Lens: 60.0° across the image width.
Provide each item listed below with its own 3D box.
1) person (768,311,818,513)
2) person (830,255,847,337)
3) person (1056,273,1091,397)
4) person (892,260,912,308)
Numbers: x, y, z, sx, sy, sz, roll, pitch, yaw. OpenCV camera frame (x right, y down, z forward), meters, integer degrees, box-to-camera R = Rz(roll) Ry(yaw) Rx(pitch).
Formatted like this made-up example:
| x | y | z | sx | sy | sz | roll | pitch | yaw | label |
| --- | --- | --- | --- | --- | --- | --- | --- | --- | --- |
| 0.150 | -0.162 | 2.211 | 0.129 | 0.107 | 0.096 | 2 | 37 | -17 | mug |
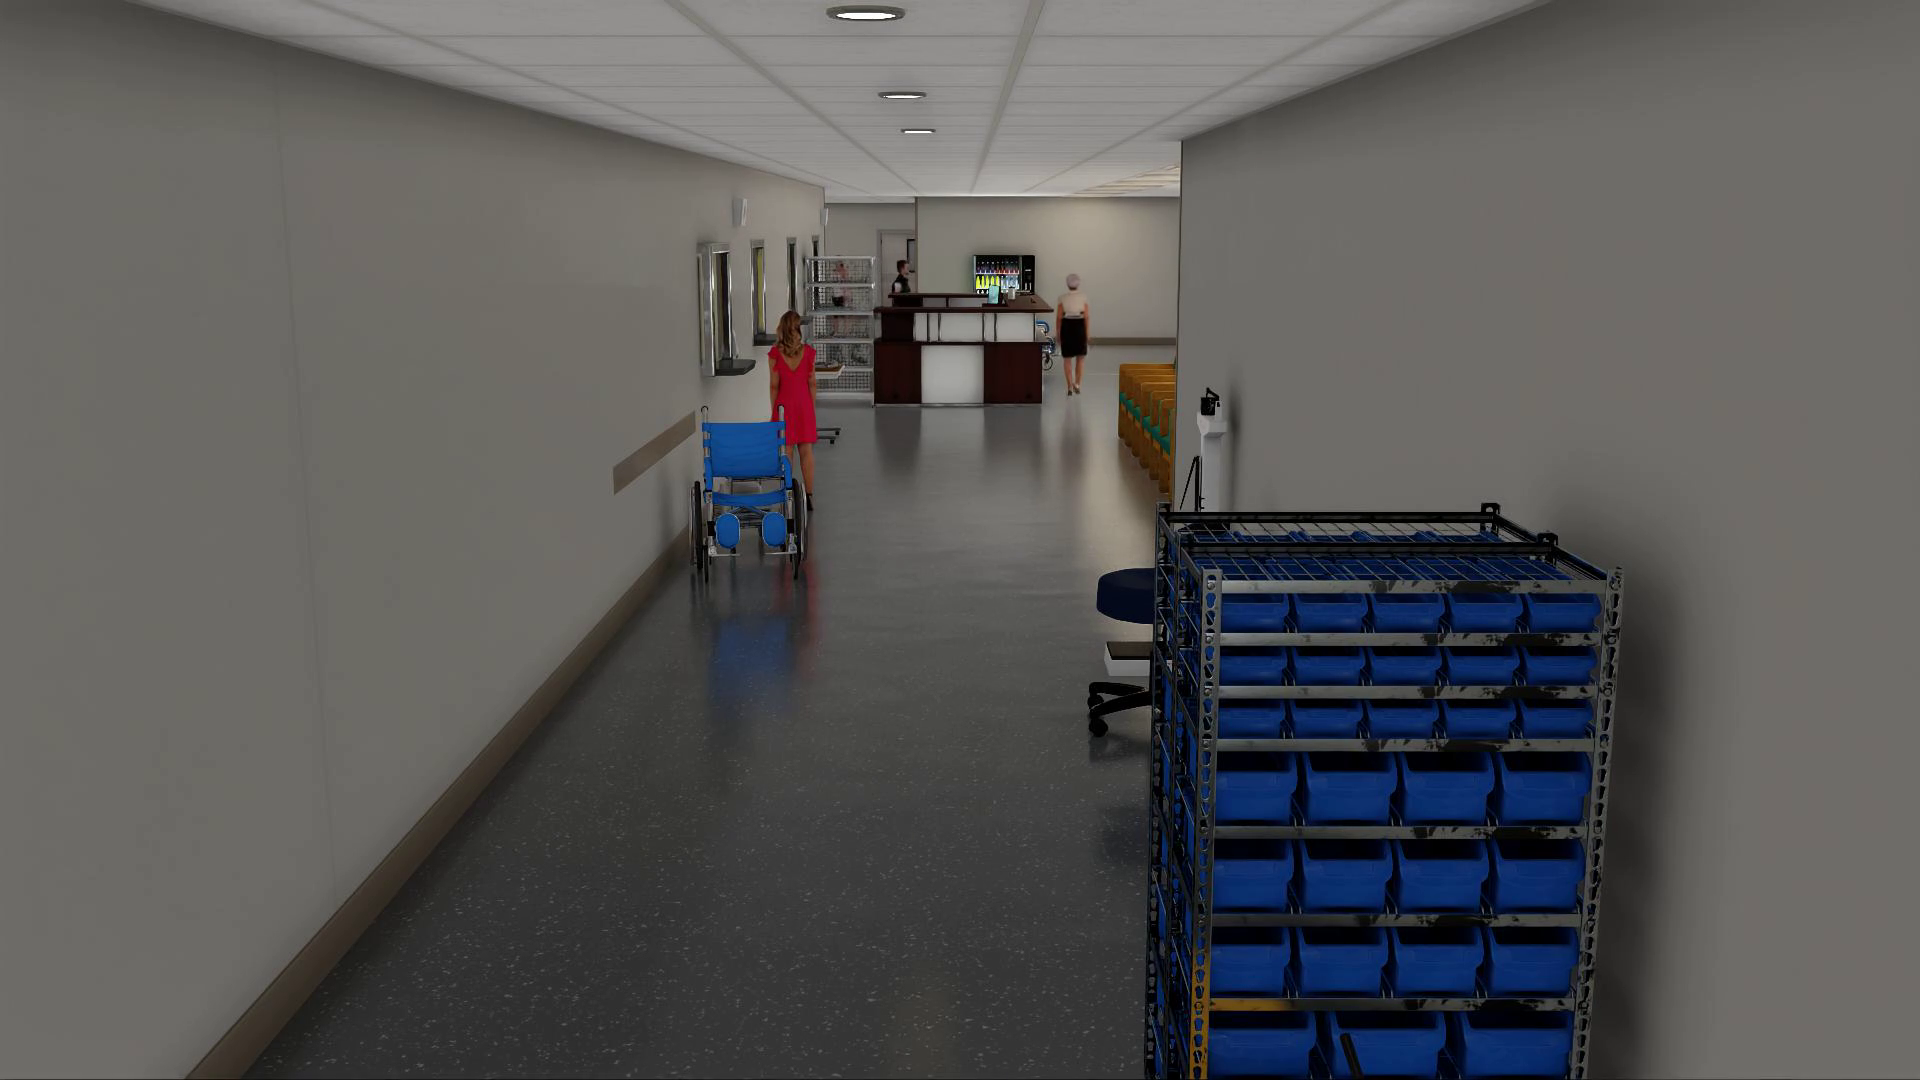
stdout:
| x | y | z | sx | sy | sz | roll | pitch | yaw | label |
| --- | --- | --- | --- | --- | --- | --- | --- | --- | --- |
| -1.423 | -1.103 | 14.228 | 0.548 | 1.728 | 0.678 | -3 | 11 | -13 | person |
| -2.624 | -5.273 | 36.049 | 0.675 | 1.786 | 0.744 | 10 | 15 | 42 | person |
| 1.604 | -2.893 | 23.634 | 0.706 | 1.738 | 0.749 | 1 | 11 | 6 | person |
| -1.089 | -3.954 | 29.050 | 1.011 | 1.804 | 0.655 | 0 | 11 | 1 | person |
